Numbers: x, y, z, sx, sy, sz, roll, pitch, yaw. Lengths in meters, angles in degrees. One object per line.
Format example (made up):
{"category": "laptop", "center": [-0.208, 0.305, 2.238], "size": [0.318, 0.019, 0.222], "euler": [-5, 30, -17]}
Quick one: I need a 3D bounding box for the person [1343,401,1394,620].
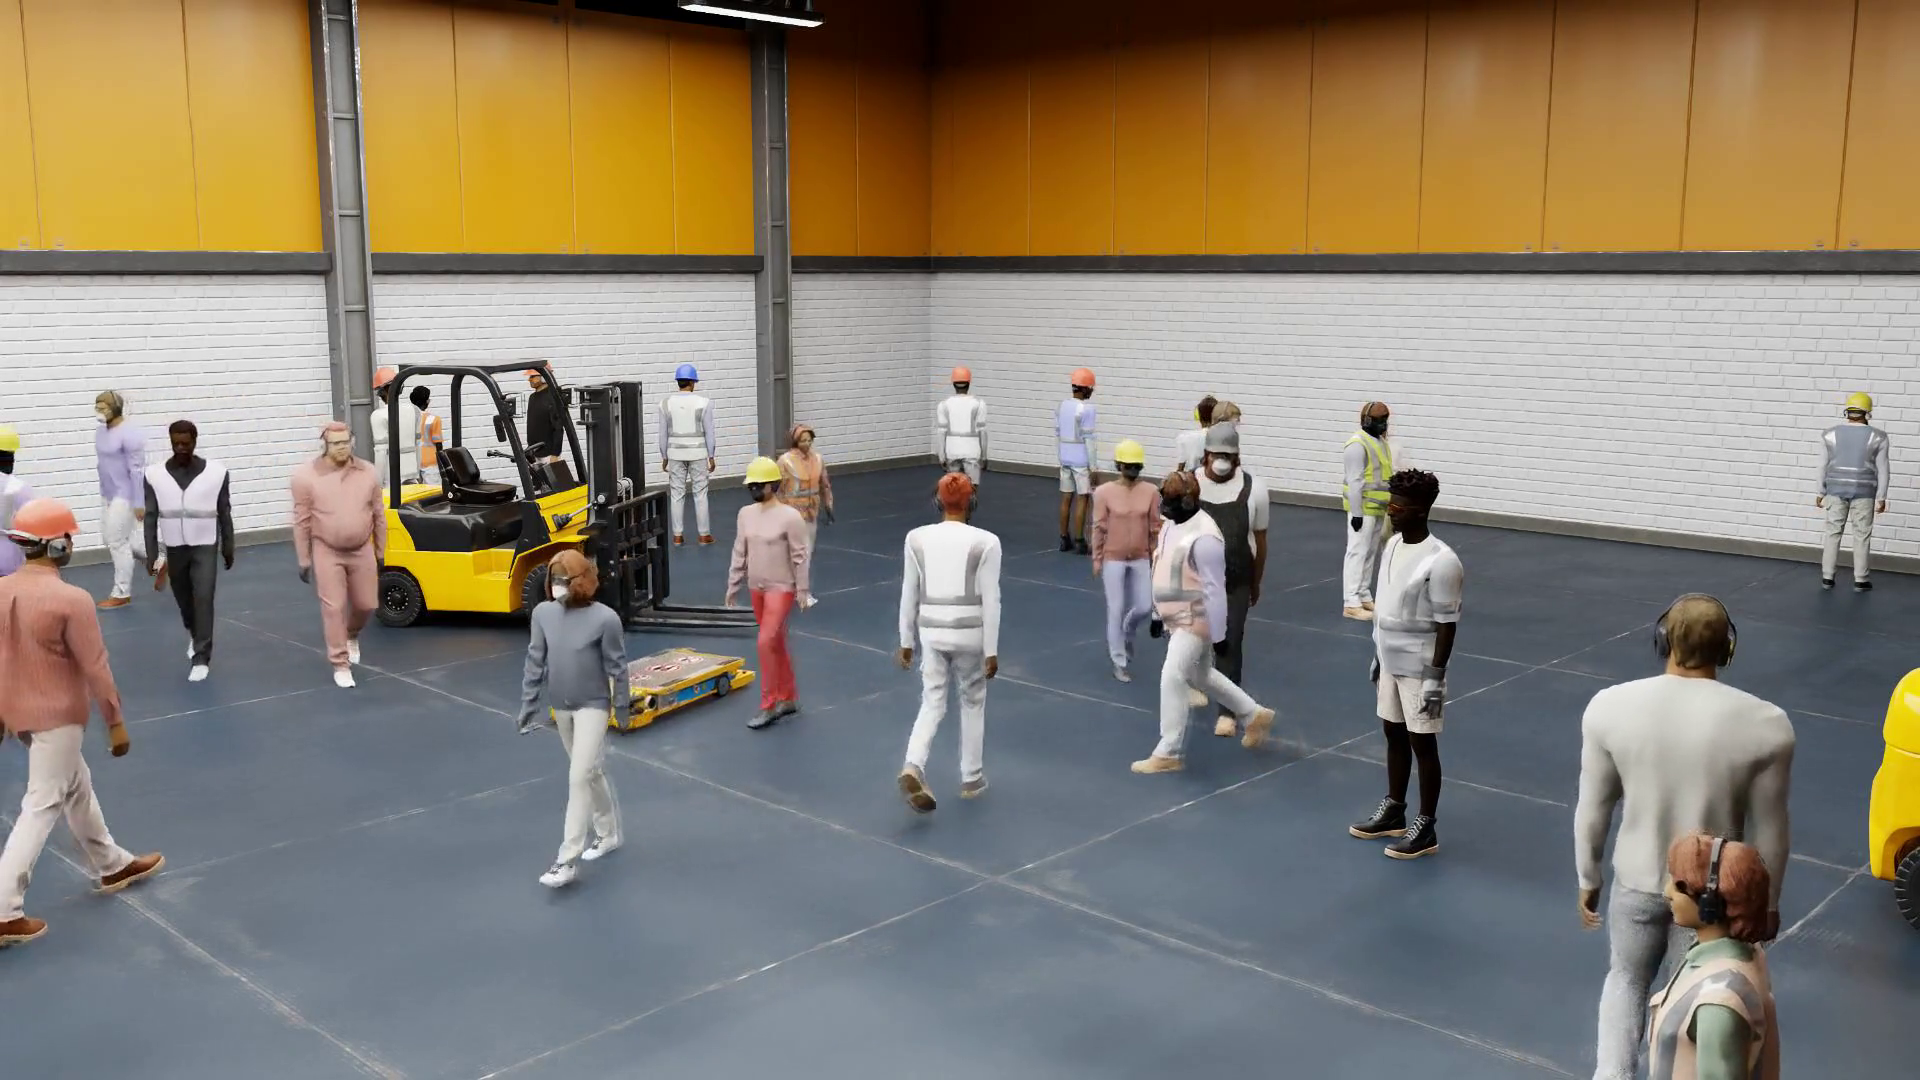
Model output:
{"category": "person", "center": [3.466, -0.254, 14.085], "size": [0.429, 1.840, 0.630], "euler": [6, 11, 33]}

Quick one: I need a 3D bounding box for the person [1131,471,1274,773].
{"category": "person", "center": [1.461, 0.475, 9.775], "size": [0.866, 1.805, 0.639], "euler": [-2, 9, -10]}

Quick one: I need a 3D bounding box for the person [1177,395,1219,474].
{"category": "person", "center": [2.119, -0.332, 14.501], "size": [0.532, 1.860, 0.560], "euler": [1, 9, 9]}

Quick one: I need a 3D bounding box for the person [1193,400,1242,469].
{"category": "person", "center": [2.046, -0.144, 13.168], "size": [0.459, 1.918, 0.661], "euler": [4, 10, 25]}

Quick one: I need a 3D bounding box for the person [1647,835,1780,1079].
{"category": "person", "center": [1.775, 1.498, 3.960], "size": [0.310, 1.638, 0.523], "euler": [4, 10, 25]}

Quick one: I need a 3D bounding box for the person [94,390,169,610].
{"category": "person", "center": [-7.255, -0.366, 14.540], "size": [0.642, 1.917, 0.694], "euler": [7, 12, 39]}

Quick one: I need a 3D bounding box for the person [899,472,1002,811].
{"category": "person", "center": [-0.087, 0.565, 9.072], "size": [0.580, 1.857, 0.816], "euler": [3, 10, 18]}

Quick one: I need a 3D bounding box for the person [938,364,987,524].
{"category": "person", "center": [0.012, -0.946, 18.090], "size": [0.545, 1.920, 0.780], "euler": [2, 9, 12]}

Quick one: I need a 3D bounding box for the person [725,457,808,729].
{"category": "person", "center": [-1.293, 0.336, 10.738], "size": [0.541, 1.738, 0.687], "euler": [7, 12, 38]}

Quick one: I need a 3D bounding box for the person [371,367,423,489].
{"category": "person", "center": [-5.318, -0.607, 15.654], "size": [0.392, 2.035, 0.605], "euler": [4, 10, 23]}

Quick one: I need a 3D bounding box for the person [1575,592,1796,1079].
{"category": "person", "center": [2.330, 1.123, 5.398], "size": [0.636, 1.922, 0.455], "euler": [6, 11, 31]}

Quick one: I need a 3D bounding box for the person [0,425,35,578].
{"category": "person", "center": [-6.630, 0.159, 11.404], "size": [0.596, 1.892, 0.902], "euler": [0, 9, -1]}

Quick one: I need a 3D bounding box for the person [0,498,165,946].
{"category": "person", "center": [-4.076, 0.778, 7.469], "size": [0.646, 1.941, 1.042], "euler": [4, 10, 25]}

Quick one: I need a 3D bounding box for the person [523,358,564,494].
{"category": "person", "center": [-4.481, -0.951, 17.883], "size": [0.381, 1.995, 0.611], "euler": [-9, 13, -44]}

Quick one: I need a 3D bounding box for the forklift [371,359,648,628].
{"category": "forklift", "center": [-3.850, -0.407, 13.936], "size": [2.313, 2.155, 1.214], "euler": [2, 9, 11]}

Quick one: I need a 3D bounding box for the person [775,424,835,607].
{"category": "person", "center": [-1.360, -0.213, 14.488], "size": [0.488, 1.610, 0.615], "euler": [9, 13, 44]}

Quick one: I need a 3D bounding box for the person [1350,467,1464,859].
{"category": "person", "center": [2.262, 0.612, 8.383], "size": [0.366, 1.967, 0.602], "euler": [-3, 10, -16]}

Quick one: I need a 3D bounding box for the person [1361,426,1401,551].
{"category": "person", "center": [3.918, -0.403, 15.690], "size": [0.529, 1.608, 0.720], "euler": [5, 10, 27]}

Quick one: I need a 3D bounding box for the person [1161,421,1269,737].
{"category": "person", "center": [1.654, 0.172, 10.857], "size": [0.687, 2.000, 1.023], "euler": [2, 9, 12]}

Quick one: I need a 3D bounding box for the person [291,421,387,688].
{"category": "person", "center": [-4.431, 0.082, 11.897], "size": [0.649, 1.891, 0.615], "euler": [-7, 11, -36]}

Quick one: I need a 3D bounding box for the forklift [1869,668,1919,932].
{"category": "forklift", "center": [5.205, 0.723, 7.013], "size": [2.313, 2.155, 1.214], "euler": [9, 13, 43]}

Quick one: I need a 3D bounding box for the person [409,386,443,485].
{"category": "person", "center": [-5.828, -0.826, 18.049], "size": [0.532, 1.694, 0.320], "euler": [3, 10, 18]}

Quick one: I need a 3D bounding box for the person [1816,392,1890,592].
{"category": "person", "center": [8.192, -0.443, 15.274], "size": [0.601, 1.827, 0.403], "euler": [7, 12, 37]}

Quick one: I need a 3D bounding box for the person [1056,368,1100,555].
{"category": "person", "center": [1.224, -0.809, 17.248], "size": [0.396, 1.923, 0.569], "euler": [-7, 11, -35]}

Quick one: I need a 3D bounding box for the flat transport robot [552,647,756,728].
{"category": "flat transport robot", "center": [-2.054, 0.982, 11.306], "size": [0.652, 0.197, 1.431], "euler": [5, 10, 26]}

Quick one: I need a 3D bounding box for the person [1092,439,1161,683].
{"category": "person", "center": [1.182, 0.131, 11.997], "size": [0.535, 1.757, 0.497], "euler": [-2, 10, -13]}

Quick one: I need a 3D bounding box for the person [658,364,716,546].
{"category": "person", "center": [-2.891, -0.892, 17.696], "size": [0.602, 1.938, 0.401], "euler": [0, 9, 3]}

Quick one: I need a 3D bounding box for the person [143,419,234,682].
{"category": "person", "center": [-5.650, 0.030, 12.248], "size": [0.584, 1.880, 0.979], "euler": [-2, 10, -13]}

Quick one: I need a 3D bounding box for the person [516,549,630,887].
{"category": "person", "center": [-1.903, 0.848, 8.055], "size": [0.500, 1.597, 0.817], "euler": [5, 10, 26]}
